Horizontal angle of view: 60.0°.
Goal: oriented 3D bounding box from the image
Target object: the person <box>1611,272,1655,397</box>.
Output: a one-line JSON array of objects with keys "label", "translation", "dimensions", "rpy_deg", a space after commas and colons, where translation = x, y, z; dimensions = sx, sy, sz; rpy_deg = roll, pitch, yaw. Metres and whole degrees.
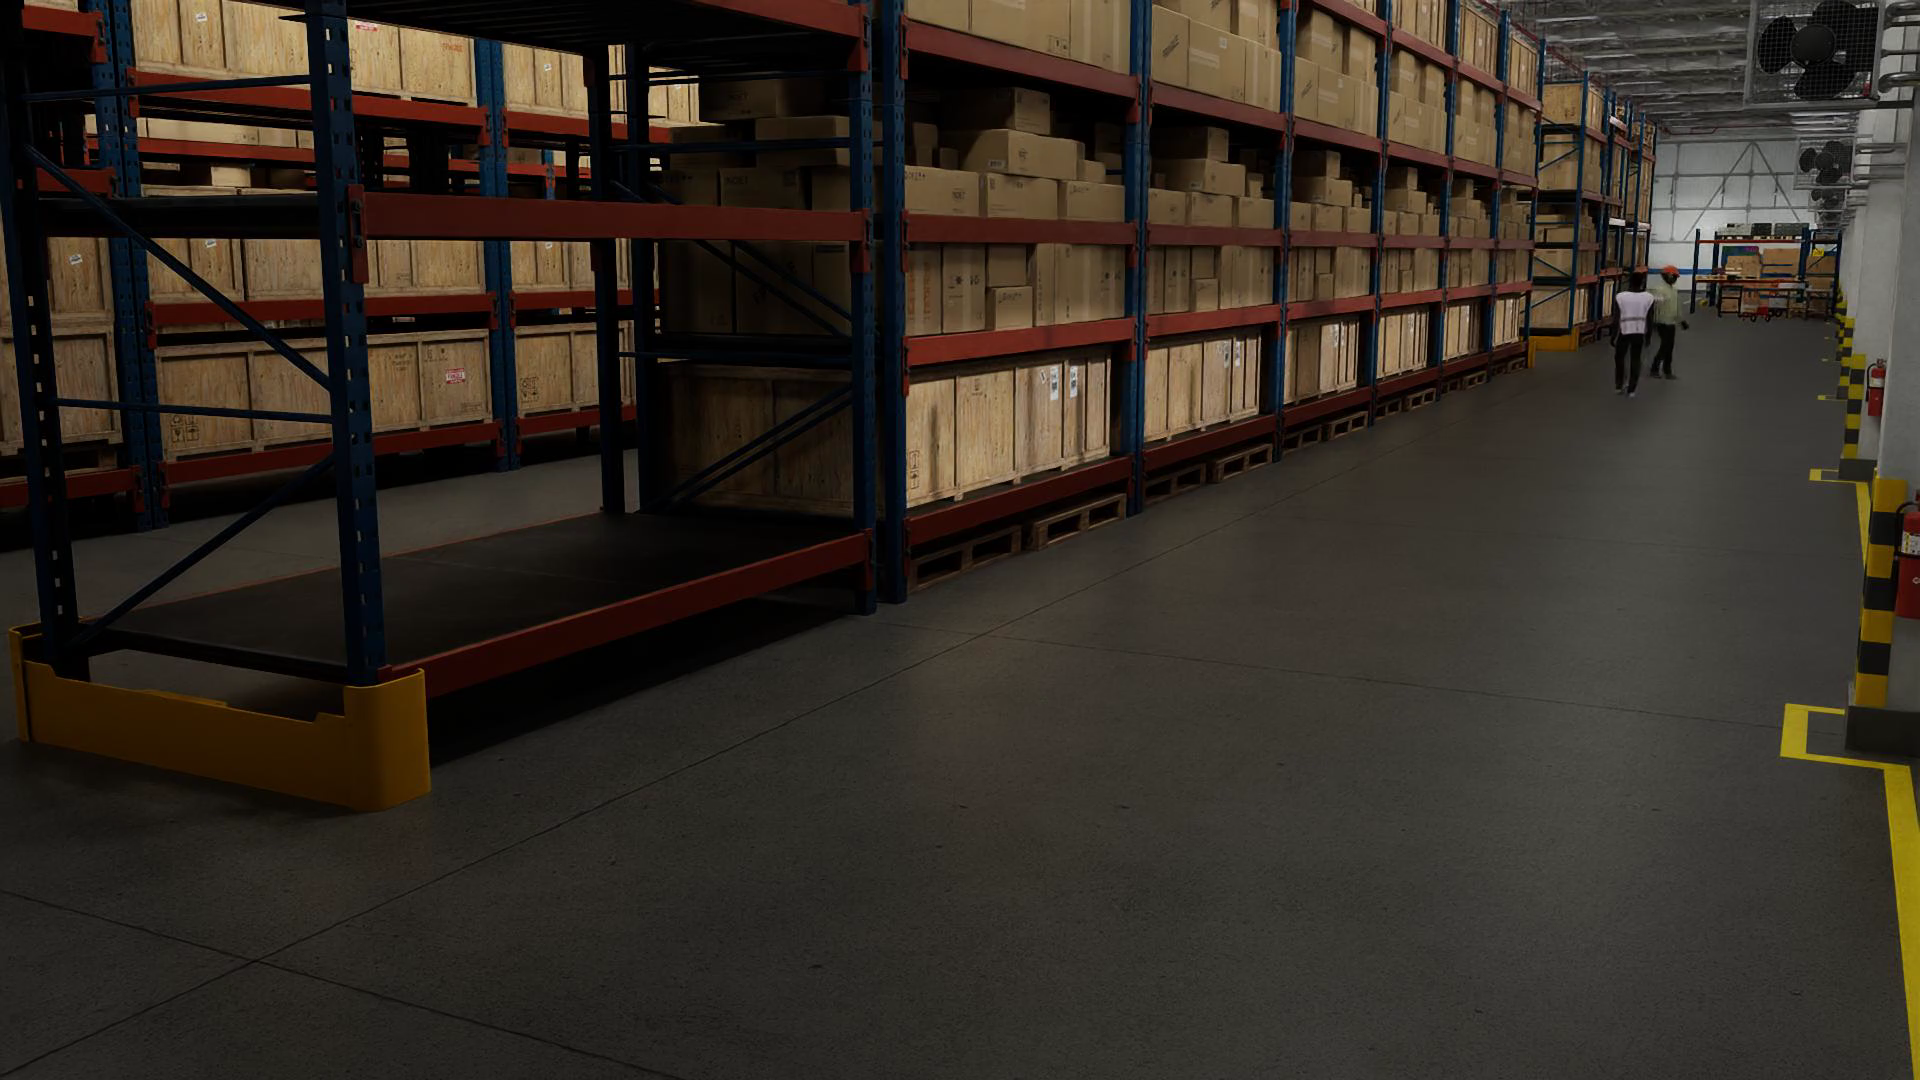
[{"label": "person", "translation": [10.260, -3.151, 25.454], "dimensions": [0.619, 1.886, 0.778], "rpy_deg": [2, 10, 10]}]

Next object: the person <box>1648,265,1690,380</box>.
[{"label": "person", "translation": [12.206, -3.731, 28.606], "dimensions": [0.662, 1.962, 0.545], "rpy_deg": [-9, 13, -42]}]
